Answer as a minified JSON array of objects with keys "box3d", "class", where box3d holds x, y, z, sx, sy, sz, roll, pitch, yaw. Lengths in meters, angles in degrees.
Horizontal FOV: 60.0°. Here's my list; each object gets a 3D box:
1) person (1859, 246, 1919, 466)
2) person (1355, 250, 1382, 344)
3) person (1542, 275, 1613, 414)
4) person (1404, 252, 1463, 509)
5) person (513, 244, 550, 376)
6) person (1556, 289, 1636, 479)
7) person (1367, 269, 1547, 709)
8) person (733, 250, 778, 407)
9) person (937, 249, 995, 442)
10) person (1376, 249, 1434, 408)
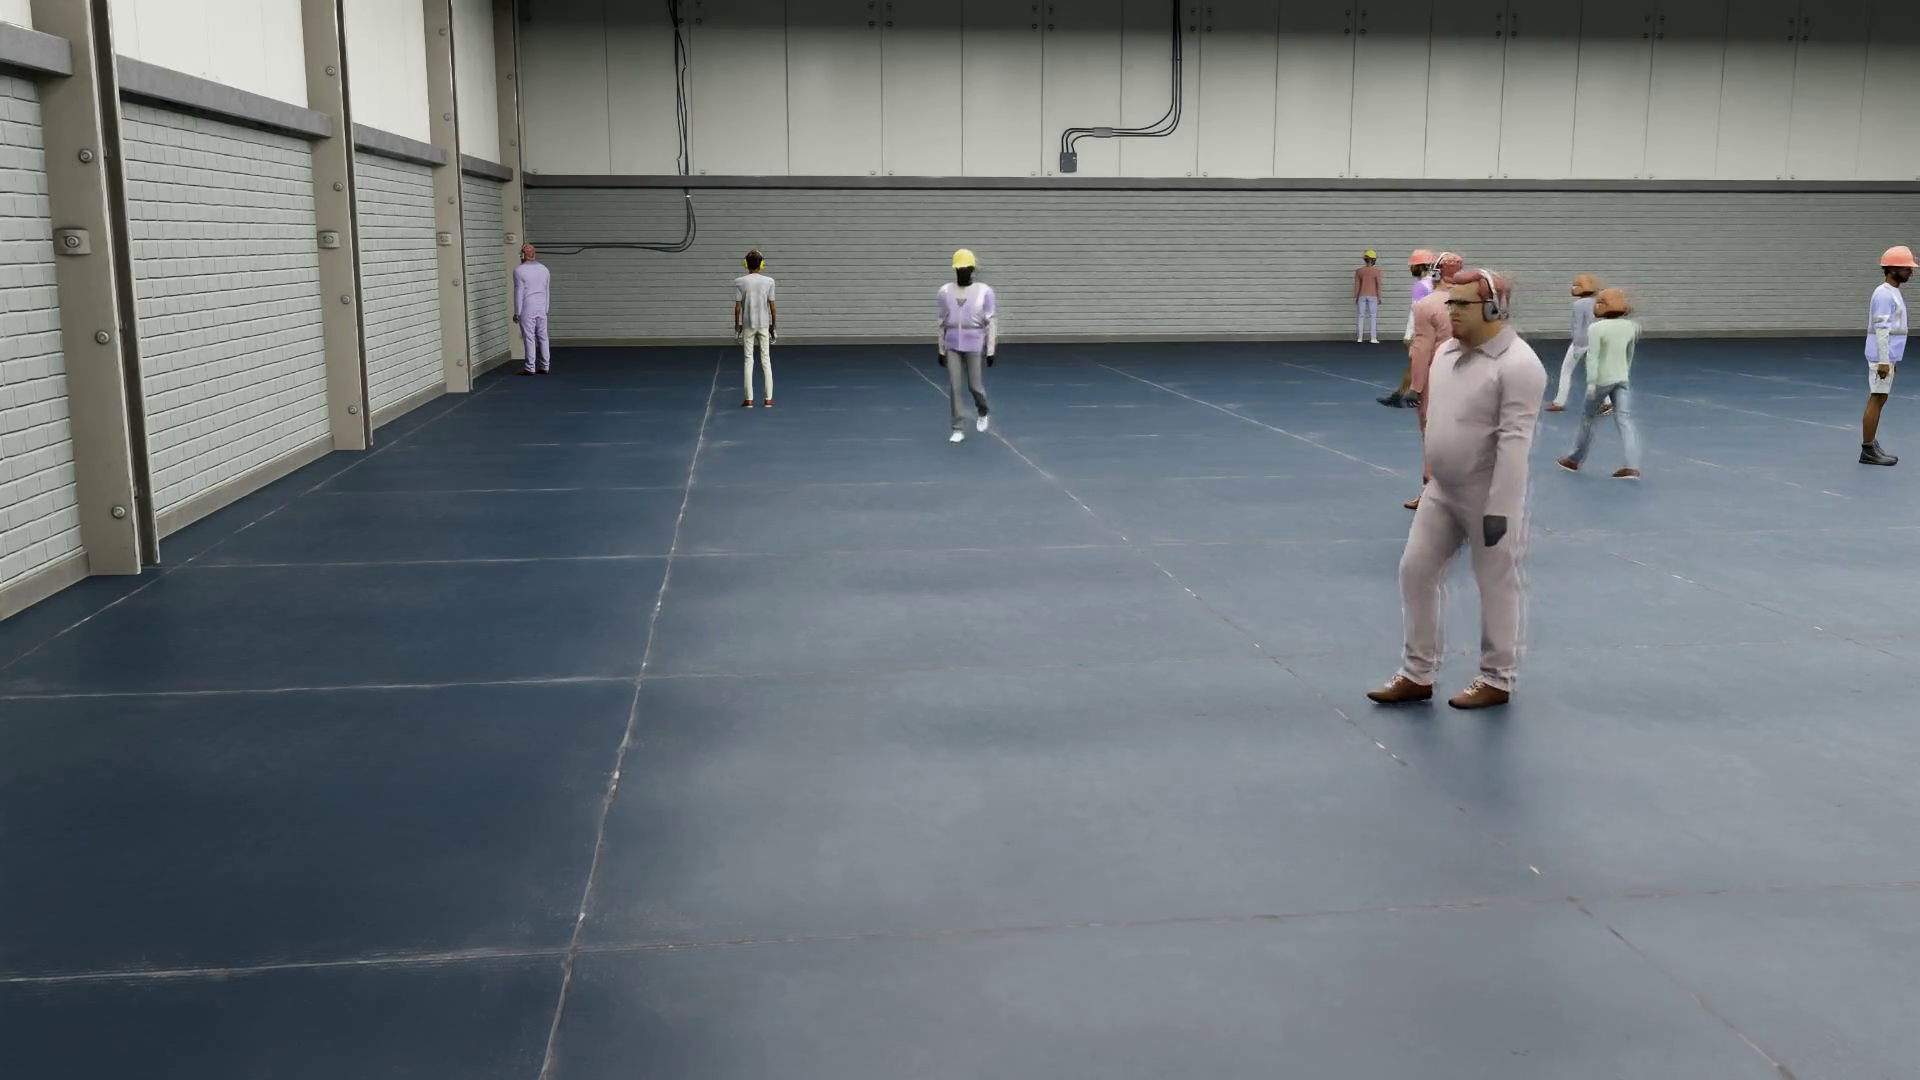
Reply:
[{"box3d":[8.271,-1.637,14.831,0.354,1.939,0.544,7,12,33],"class":"person"},{"box3d":[7.769,-4.616,31.645,0.523,1.763,0.329,6,12,32],"class":"person"},{"box3d":[7.176,-2.236,19.048,0.514,1.597,0.833,-9,14,-41],"class":"person"},{"box3d":[3.562,-1.162,12.312,0.642,1.909,0.399,-5,12,-26],"class":"person"},{"box3d":[-6.298,-3.362,24.369,0.402,1.911,0.639,7,13,35],"class":"person"},{"box3d":[5.463,-1.327,14.072,0.520,1.581,0.851,-4,11,-19],"class":"person"},{"box3d":[2.073,-0.189,7.021,0.757,1.879,0.680,-4,11,-23],"class":"person"},{"box3d":[-2.436,-2.510,19.804,0.530,1.871,0.323,-2,11,-13],"class":"person"},{"box3d":[0.072,-1.947,16.618,0.591,1.908,0.704,3,11,16],"class":"person"},{"box3d":[5.409,-2.437,19.405,1.029,1.878,0.553,6,12,31],"class":"person"}]
